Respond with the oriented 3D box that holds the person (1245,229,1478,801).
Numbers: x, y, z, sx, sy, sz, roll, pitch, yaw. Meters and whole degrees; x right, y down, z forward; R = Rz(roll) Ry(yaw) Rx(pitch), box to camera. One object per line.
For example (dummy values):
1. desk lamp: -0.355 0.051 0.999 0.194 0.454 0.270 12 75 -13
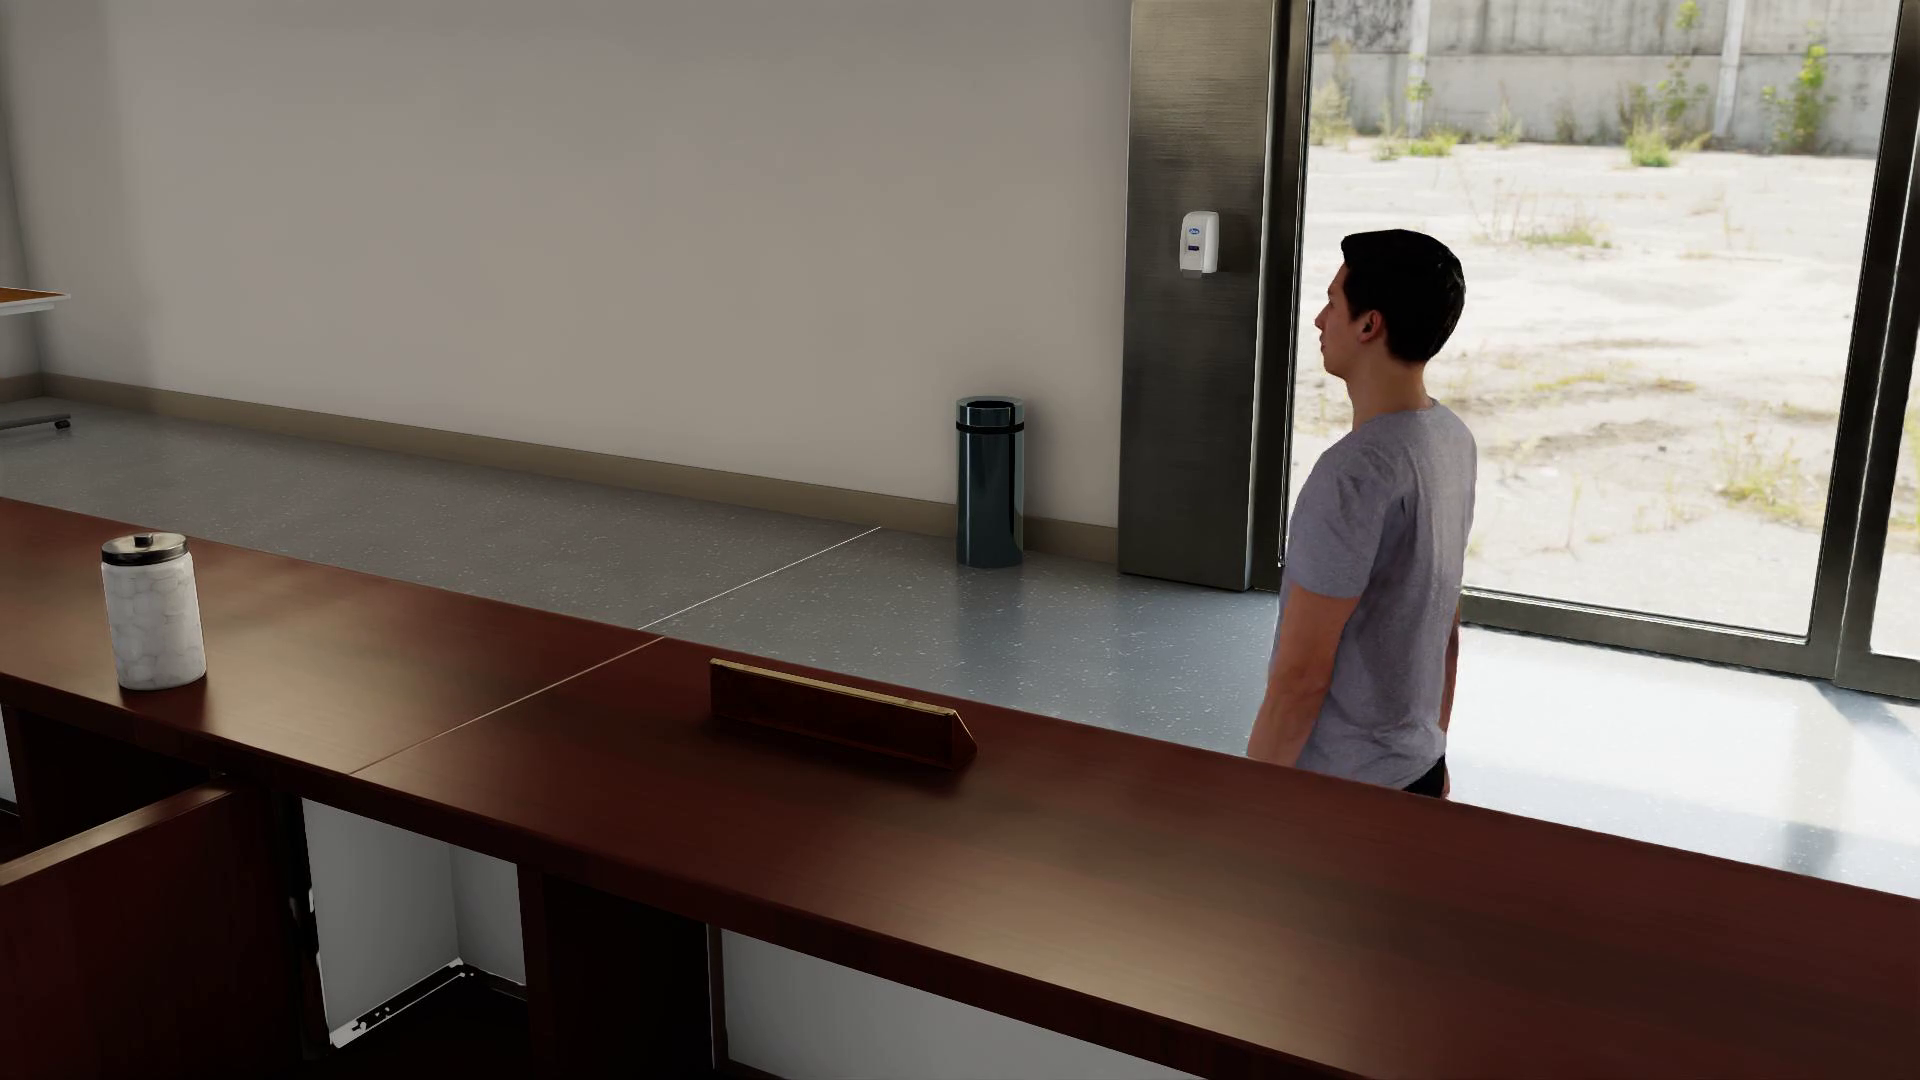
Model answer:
1. person: 0.748 0.441 2.792 0.731 1.841 1.067 9 18 29
